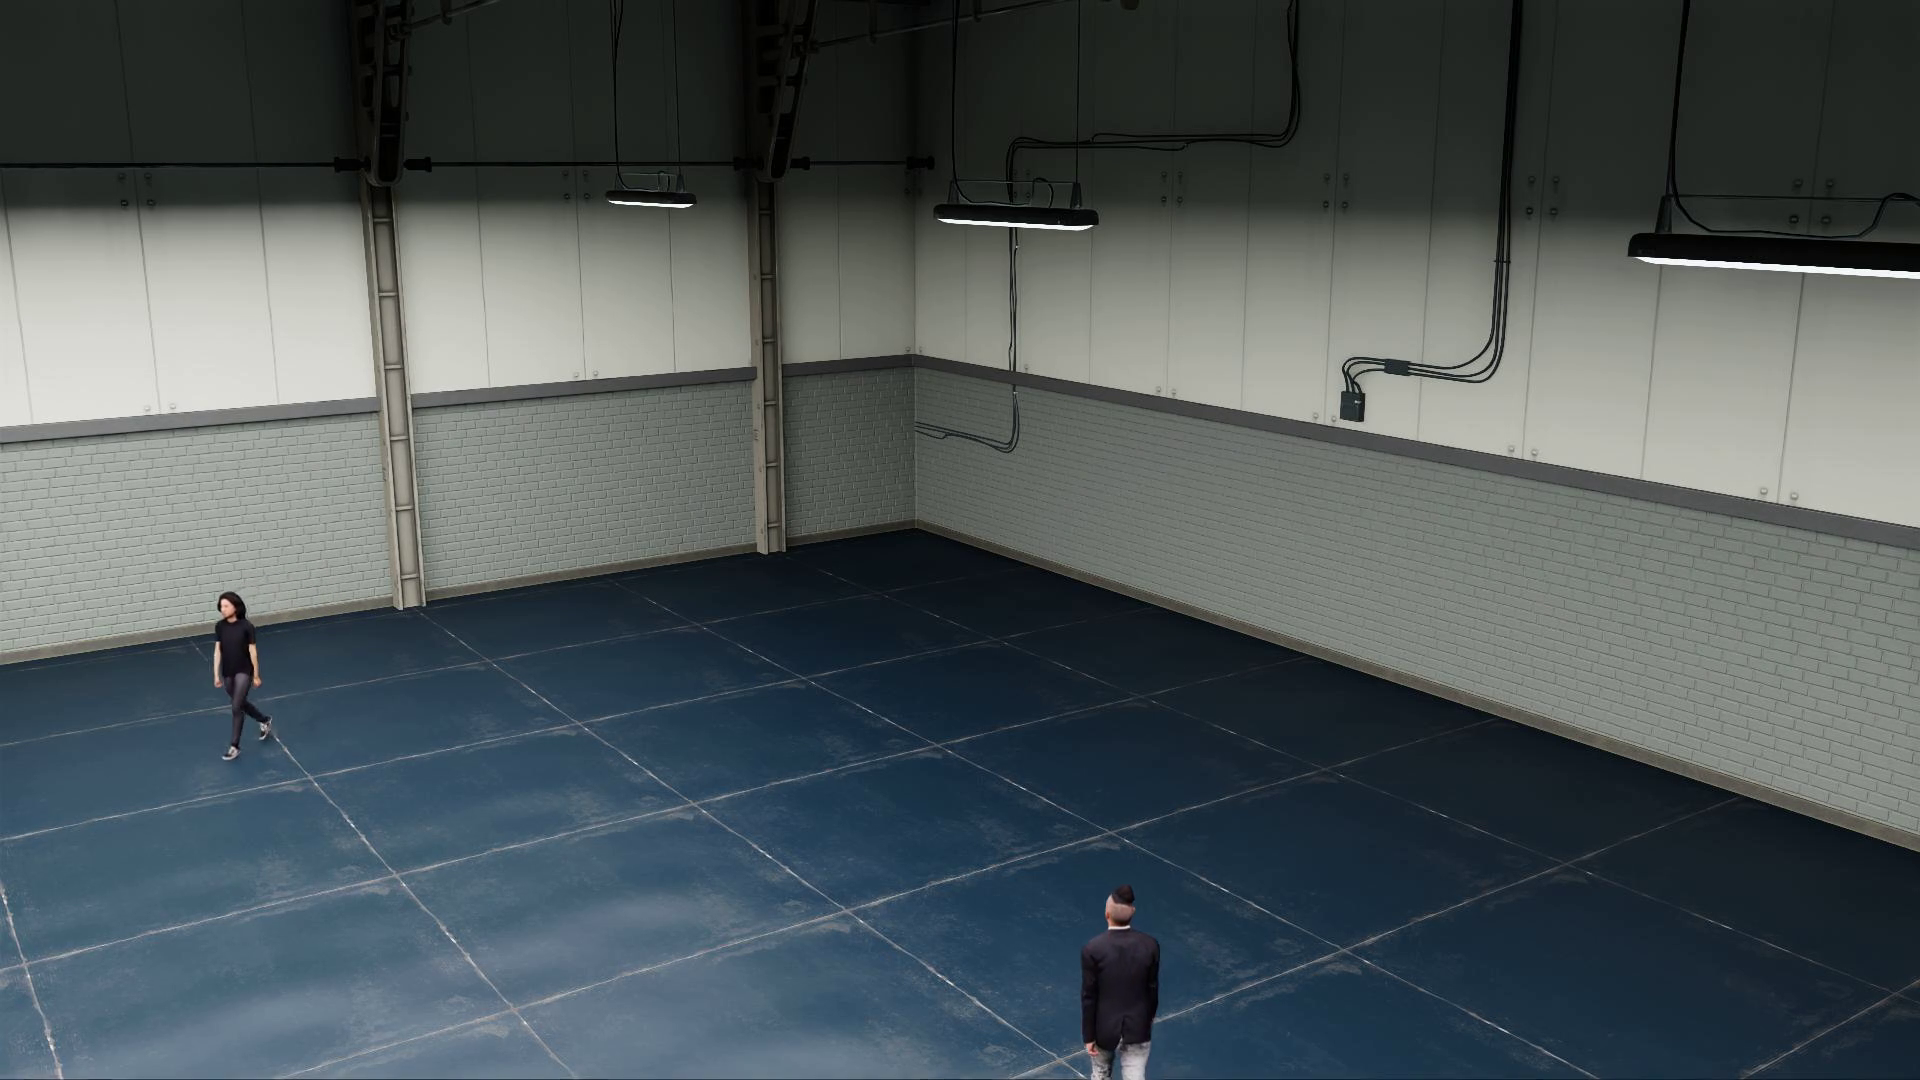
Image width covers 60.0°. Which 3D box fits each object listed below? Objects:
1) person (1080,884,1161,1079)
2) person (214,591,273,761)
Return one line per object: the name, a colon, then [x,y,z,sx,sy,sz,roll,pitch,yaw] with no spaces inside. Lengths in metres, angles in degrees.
person: [1.065,3.154,10.634,1.295,1.905,1.186,-1,13,-5]
person: [-7.886,1.436,18.294,1.111,1.796,1.207,3,13,14]
